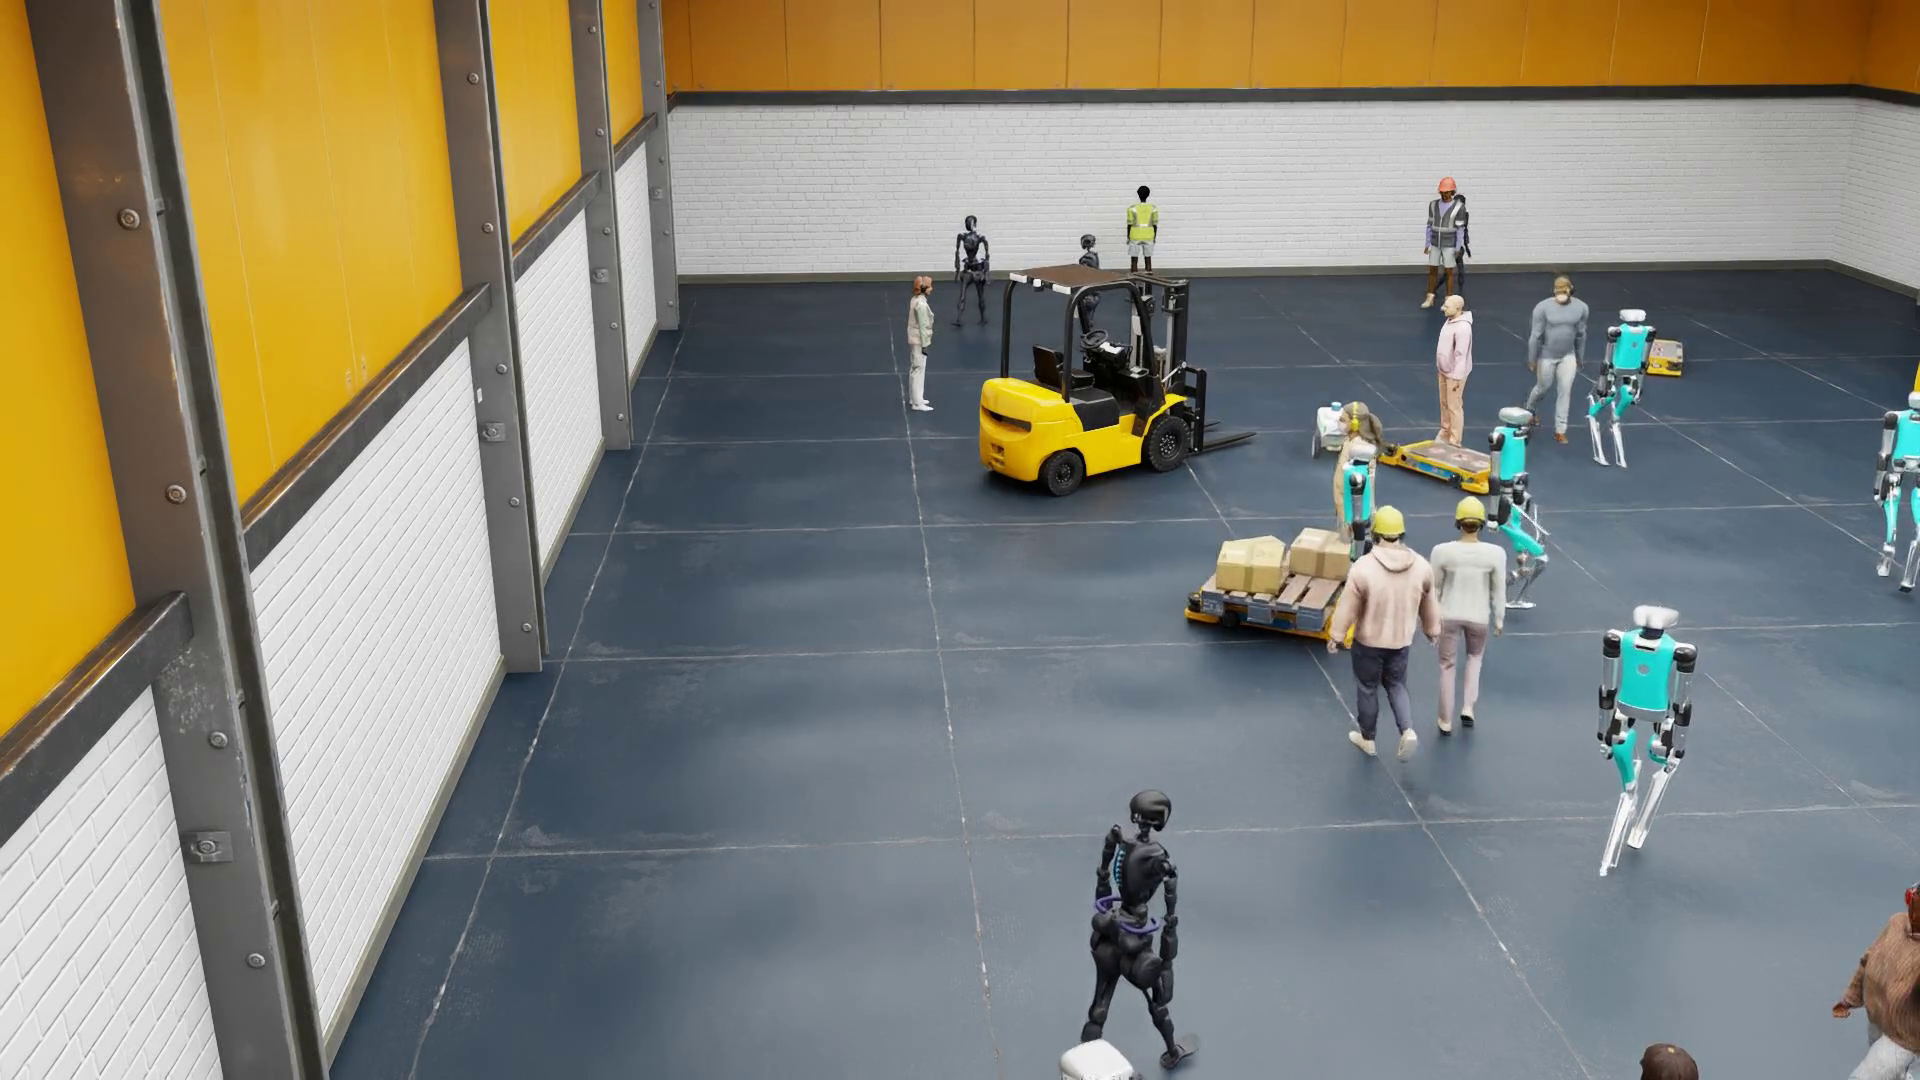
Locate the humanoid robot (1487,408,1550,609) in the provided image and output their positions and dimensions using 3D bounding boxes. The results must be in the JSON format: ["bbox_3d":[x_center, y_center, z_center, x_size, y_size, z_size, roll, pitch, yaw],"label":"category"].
[{"bbox_3d":[4.802,-0.195,14.045,0.583,1.762,0.906,-18,27,-41],"label":"humanoid robot"}]

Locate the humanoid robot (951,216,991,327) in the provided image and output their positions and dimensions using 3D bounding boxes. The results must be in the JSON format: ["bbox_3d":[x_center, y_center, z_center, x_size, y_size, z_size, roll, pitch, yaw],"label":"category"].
[{"bbox_3d":[0.180,-3.910,24.272,0.602,1.632,0.746,10,22,25],"label":"humanoid robot"}]

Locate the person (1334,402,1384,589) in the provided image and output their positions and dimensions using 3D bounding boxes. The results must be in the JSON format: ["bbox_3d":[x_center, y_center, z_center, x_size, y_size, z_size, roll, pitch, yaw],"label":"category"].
[{"bbox_3d":[3.311,-0.252,14.002,0.405,1.864,0.571,2,20,6],"label":"person"}]

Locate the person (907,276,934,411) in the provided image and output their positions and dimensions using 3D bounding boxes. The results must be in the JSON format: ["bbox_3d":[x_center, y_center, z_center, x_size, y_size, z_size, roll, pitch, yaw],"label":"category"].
[{"bbox_3d":[-0.480,-2.382,20.142,0.314,1.632,0.517,-4,20,-10],"label":"person"}]

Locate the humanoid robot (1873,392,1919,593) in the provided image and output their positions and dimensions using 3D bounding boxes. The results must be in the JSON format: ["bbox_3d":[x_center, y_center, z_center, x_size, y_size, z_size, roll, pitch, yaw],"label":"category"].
[{"bbox_3d":[8.297,-0.350,14.521,0.533,1.772,1.015,7,21,19],"label":"humanoid robot"}]

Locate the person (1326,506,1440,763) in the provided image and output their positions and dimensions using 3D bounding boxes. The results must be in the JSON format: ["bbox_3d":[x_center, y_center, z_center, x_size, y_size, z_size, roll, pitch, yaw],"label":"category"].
[{"bbox_3d":[2.972,0.684,11.490,0.781,1.845,0.610,-3,20,-9],"label":"person"}]

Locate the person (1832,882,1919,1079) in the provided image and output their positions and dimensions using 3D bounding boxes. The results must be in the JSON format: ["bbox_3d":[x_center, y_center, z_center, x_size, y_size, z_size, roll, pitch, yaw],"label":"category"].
[{"bbox_3d":[4.303,2.234,7.612,0.819,1.617,0.467,1,20,2],"label":"person"}]

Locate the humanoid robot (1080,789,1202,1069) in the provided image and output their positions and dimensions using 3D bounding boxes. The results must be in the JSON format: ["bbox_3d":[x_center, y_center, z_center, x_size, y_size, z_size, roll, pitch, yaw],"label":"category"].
[{"bbox_3d":[0.853,1.976,8.284,0.796,1.619,0.608,-14,24,-33],"label":"humanoid robot"}]

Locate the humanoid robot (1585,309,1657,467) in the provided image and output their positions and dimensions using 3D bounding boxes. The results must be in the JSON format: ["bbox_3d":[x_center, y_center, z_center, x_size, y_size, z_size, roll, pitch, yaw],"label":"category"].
[{"bbox_3d":[7.064,-1.654,18.015,0.537,1.804,0.668,-3,20,-8],"label":"humanoid robot"}]

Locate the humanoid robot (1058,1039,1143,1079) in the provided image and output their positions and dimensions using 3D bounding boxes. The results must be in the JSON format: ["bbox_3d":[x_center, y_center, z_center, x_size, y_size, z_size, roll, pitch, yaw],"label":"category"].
[{"bbox_3d":[0.640,2.736,6.104,0.542,1.759,1.035,-18,27,-40],"label":"humanoid robot"}]

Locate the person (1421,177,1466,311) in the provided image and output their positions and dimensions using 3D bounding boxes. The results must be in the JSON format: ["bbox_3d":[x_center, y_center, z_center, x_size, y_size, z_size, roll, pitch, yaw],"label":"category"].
[{"bbox_3d":[7.362,-4.514,25.379,0.601,2.035,0.413,17,26,39],"label":"person"}]

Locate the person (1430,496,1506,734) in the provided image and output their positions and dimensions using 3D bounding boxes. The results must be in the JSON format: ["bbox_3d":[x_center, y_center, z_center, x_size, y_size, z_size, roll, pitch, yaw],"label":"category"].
[{"bbox_3d":[3.616,0.551,11.966,0.554,1.745,0.442,4,21,12],"label":"person"}]

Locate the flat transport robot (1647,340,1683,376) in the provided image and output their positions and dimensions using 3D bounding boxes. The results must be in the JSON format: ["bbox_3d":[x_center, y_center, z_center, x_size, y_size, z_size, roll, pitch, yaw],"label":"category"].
[{"bbox_3d":[9.350,-2.473,22.365,0.659,0.231,1.431,8,22,20],"label":"flat transport robot"}]

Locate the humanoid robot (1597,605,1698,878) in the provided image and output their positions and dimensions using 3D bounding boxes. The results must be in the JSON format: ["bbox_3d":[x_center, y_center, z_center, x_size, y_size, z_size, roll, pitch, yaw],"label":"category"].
[{"bbox_3d":[4.224,1.188,10.254,0.552,1.775,0.904,14,24,33],"label":"humanoid robot"}]

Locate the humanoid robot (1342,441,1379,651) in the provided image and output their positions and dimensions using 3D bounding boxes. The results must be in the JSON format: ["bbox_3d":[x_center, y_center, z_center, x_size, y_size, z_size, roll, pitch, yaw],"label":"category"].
[{"bbox_3d":[3.338,0.142,13.254,0.694,1.881,0.536,4,20,9],"label":"humanoid robot"}]

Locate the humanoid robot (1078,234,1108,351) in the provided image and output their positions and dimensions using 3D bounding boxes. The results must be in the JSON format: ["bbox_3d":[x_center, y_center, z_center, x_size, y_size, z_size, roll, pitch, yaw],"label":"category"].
[{"bbox_3d":[1.829,-3.358,22.719,0.450,1.646,0.595,7,21,19],"label":"humanoid robot"}]

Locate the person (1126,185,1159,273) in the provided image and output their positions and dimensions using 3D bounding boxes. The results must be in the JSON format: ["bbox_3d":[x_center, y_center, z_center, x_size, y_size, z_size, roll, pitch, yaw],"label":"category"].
[{"bbox_3d":[2.934,-4.857,26.798,0.528,1.688,0.323,-2,20,-6],"label":"person"}]

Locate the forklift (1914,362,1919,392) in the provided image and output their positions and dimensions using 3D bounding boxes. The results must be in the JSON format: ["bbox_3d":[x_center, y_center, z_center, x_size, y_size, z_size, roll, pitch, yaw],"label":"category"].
[{"bbox_3d":[12.602,-2.435,19.475,2.313,2.155,1.214,-1,20,-4],"label":"forklift"}]

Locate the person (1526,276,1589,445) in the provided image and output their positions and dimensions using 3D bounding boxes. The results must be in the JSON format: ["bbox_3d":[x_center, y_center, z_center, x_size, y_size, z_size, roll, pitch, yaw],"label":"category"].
[{"bbox_3d":[6.792,-2.111,19.018,0.656,1.904,0.877,-1,20,-1],"label":"person"}]

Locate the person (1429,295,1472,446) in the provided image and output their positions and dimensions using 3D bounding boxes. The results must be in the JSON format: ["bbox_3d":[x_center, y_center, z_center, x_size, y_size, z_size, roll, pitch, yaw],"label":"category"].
[{"bbox_3d":[5.475,-1.835,18.447,0.408,1.775,0.526,-2,20,-5],"label":"person"}]

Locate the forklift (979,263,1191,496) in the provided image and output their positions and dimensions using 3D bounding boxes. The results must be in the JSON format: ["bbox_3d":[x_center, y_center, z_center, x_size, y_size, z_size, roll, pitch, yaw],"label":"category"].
[{"bbox_3d":[1.315,-1.764,17.646,2.313,2.155,1.214,-14,24,-33],"label":"forklift"}]

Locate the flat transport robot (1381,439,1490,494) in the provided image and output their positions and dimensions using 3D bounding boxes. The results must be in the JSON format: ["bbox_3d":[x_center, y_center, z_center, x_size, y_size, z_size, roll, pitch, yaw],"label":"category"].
[{"bbox_3d":[5.275,-0.801,17.810,0.659,0.231,1.431,-13,24,-31],"label":"flat transport robot"}]

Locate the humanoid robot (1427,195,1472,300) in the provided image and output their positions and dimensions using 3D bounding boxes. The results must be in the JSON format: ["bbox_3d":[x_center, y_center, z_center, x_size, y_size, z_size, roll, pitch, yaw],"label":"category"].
[{"bbox_3d":[7.756,-4.606,26.168,0.590,1.650,0.572,-14,24,-34],"label":"humanoid robot"}]

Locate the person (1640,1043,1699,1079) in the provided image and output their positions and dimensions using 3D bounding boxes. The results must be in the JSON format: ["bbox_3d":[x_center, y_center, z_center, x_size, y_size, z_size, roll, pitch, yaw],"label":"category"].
[{"bbox_3d":[2.553,2.664,6.194,0.467,1.768,0.384,-4,21,-12],"label":"person"}]

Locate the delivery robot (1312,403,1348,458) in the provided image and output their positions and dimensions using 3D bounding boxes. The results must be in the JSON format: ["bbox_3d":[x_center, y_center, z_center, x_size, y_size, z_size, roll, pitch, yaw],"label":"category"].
[{"bbox_3d":[4.182,-1.215,18.550,0.499,0.613,0.807,2,20,6],"label":"delivery robot"}]

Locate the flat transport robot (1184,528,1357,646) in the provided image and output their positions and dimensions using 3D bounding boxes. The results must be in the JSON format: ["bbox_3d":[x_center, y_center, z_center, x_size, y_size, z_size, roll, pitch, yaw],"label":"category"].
[{"bbox_3d":[2.675,0.587,14.029,1.431,0.231,0.659,9,22,24],"label":"flat transport robot"}]
